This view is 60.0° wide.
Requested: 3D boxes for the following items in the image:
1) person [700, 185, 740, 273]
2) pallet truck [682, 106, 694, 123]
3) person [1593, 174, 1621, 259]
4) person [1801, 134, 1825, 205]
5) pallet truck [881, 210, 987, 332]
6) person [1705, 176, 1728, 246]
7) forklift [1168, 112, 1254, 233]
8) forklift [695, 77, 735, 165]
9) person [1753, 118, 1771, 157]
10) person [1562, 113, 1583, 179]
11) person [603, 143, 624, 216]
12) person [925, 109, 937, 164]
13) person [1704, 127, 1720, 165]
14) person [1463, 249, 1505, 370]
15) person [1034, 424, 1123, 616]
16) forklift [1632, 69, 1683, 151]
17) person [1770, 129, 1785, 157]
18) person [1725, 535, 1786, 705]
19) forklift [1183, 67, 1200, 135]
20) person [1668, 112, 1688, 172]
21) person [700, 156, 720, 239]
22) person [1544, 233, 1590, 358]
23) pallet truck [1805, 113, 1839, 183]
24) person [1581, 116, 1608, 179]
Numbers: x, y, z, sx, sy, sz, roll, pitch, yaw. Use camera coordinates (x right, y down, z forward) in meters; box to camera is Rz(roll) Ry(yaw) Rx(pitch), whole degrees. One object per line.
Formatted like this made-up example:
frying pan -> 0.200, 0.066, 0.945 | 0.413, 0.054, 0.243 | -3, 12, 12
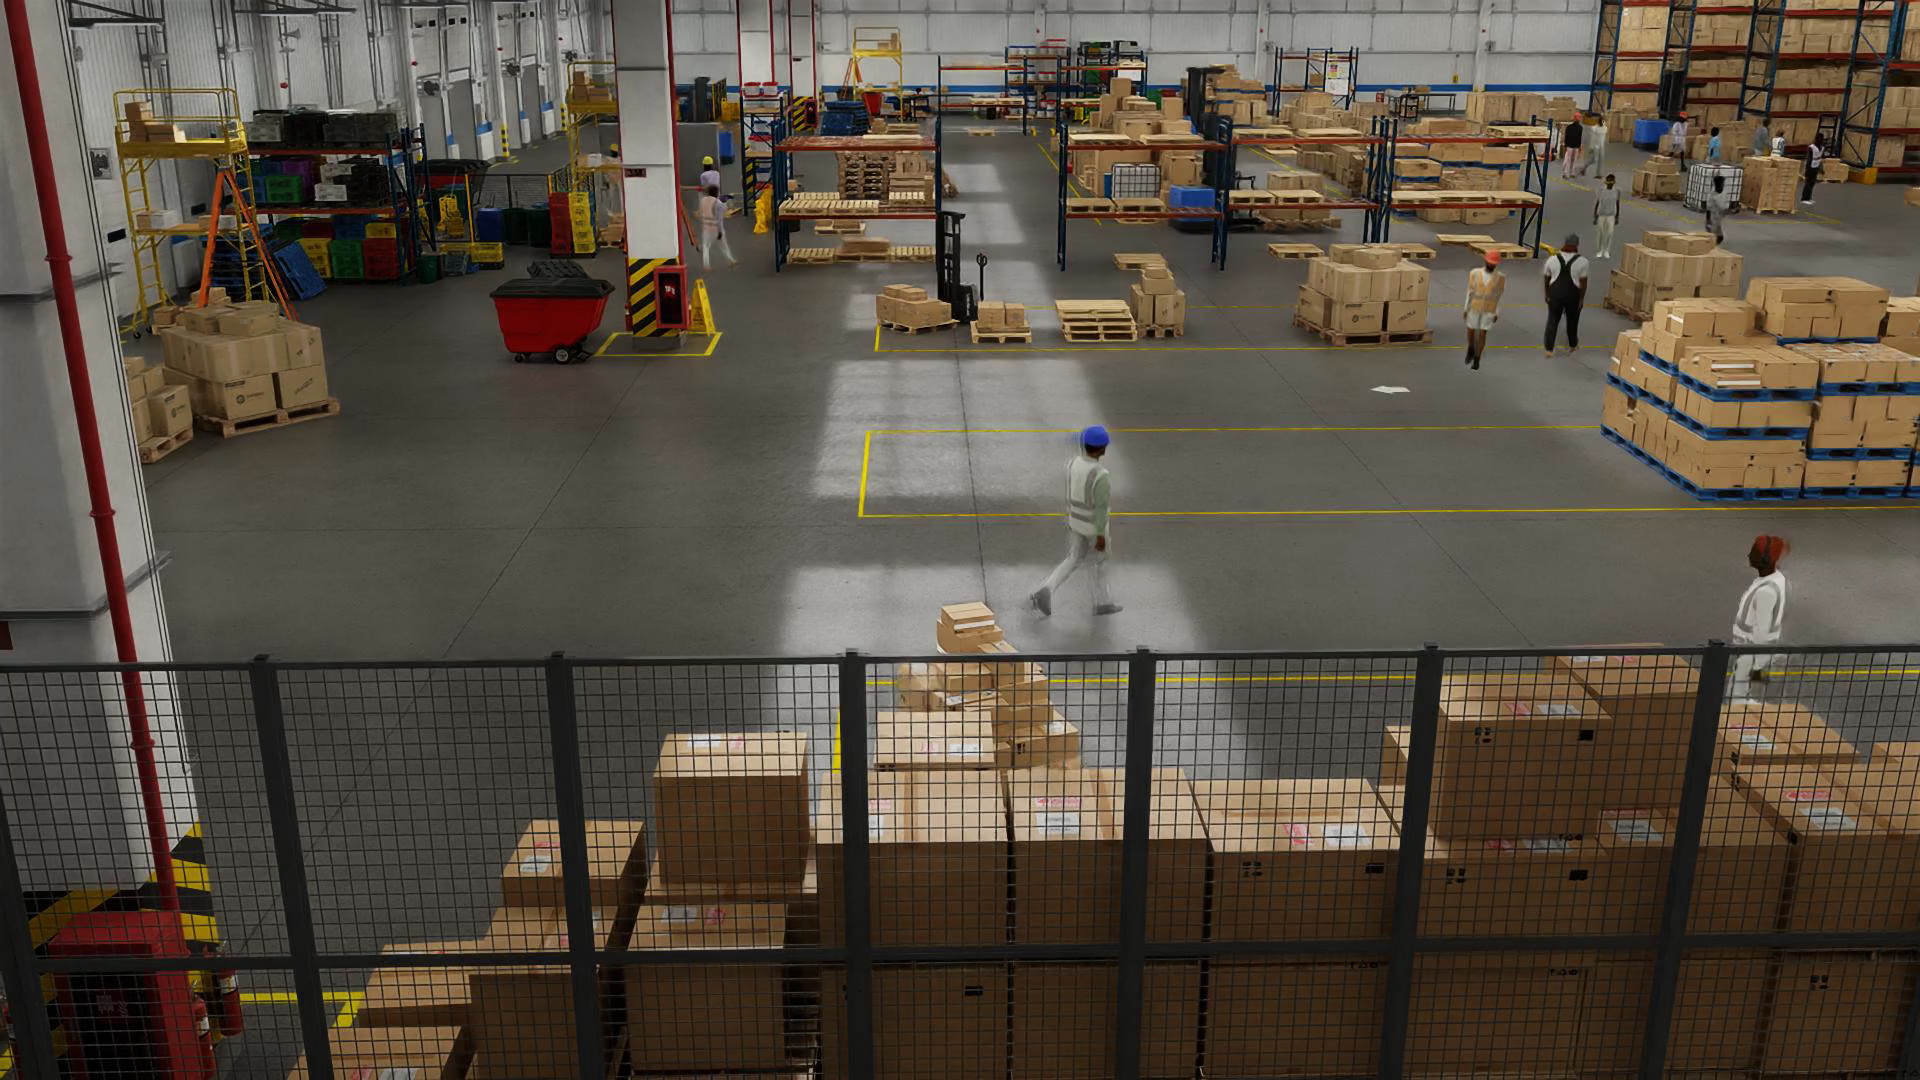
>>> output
person -> -5.115, -6.570, 35.033 | 0.631, 1.785, 0.970 | 10, 21, 28
pallet truck -> -9.671, -15.907, 62.421 | 0.823, 1.965, 1.885 | 5, 19, 15
person -> 14.192, -7.073, 36.476 | 0.574, 1.826, 0.868 | 5, 19, 13
person -> 23.349, -10.151, 45.538 | 0.607, 1.915, 0.445 | -12, 22, -31
pallet truck -> -0.493, -4.759, 29.349 | 1.885, 1.965, 0.823 | -13, 23, -34
person -> 16.154, -6.838, 35.628 | 0.646, 1.924, 0.442 | -11, 21, -29
forklift -> 6.129, -8.927, 40.354 | 1.873, 2.768, 1.129 | -4, 19, -11
forklift -> -8.481, -13.870, 55.019 | 1.873, 2.768, 1.129 | -1, 19, -1
person -> 24.425, -11.824, 50.487 | 0.952, 1.888, 0.618 | 3, 19, 9
person -> 18.897, -12.150, 51.278 | 0.611, 1.995, 0.376 | -7, 20, -19
person -> -8.929, -9.301, 42.993 | 0.597, 1.889, 0.889 | -11, 21, -29
person -> -0.936, -13.086, 54.219 | 0.455, 1.894, 0.783 | -12, 22, -31
person -> 22.681, -11.604, 50.175 | 0.542, 1.649, 0.864 | -15, 24, -38
person -> 8.208, -3.624, 26.111 | 0.577, 1.913, 0.454 | 7, 20, 19
person -> 1.160, -0.159, 15.833 | 0.850, 1.920, 0.616 | -10, 21, -27
forklift -> 25.330, -15.379, 59.495 | 1.873, 2.768, 1.129 | -1, 19, -1
person -> 24.453, -11.470, 49.811 | 0.310, 1.640, 0.514 | -5, 19, -14
person -> 6.217, 0.860, 12.884 | 0.618, 1.866, 0.582 | 11, 22, 30
forklift -> 8.517, -15.885, 60.997 | 1.873, 2.768, 1.129 | -1, 19, -1
person -> 23.043, -12.769, 53.301 | 0.565, 1.881, 1.012 | -4, 19, -12
person -> -5.909, -8.087, 39.326 | 0.364, 1.930, 0.588 | 13, 22, 33
person -> 9.871, -4.027, 27.112 | 0.700, 2.000, 1.028 | 12, 22, 31
pallet truck -> 26.403, -11.957, 50.702 | 0.823, 1.965, 1.885 | 6, 19, 16
person -> 19.636, -12.132, 51.354 | 0.634, 1.924, 0.636 | -10, 21, -28
